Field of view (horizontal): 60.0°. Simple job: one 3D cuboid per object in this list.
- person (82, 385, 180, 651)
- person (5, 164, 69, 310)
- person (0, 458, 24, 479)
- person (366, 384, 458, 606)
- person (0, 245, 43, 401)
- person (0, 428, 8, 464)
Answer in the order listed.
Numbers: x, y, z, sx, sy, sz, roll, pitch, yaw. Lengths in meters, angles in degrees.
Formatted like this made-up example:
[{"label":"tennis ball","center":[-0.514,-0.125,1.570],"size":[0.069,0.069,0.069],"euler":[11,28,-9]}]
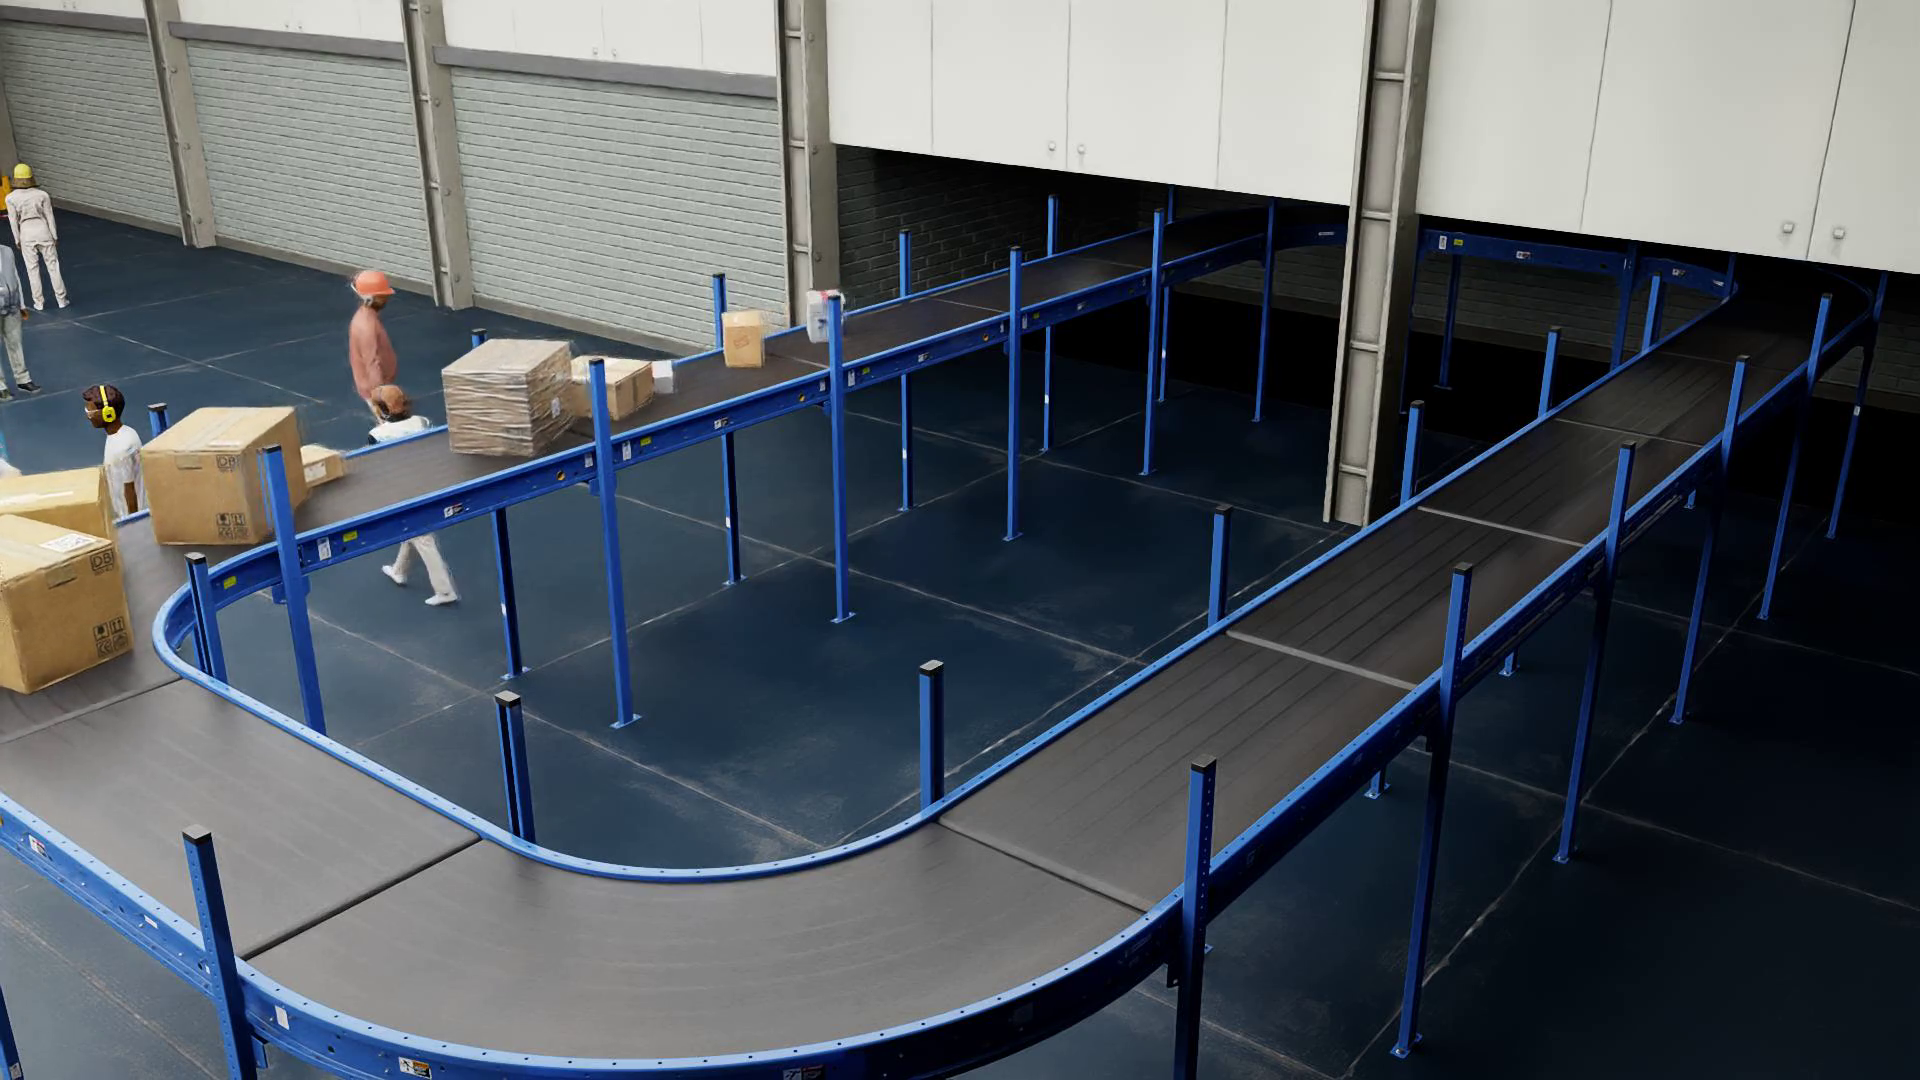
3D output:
[{"label":"person","center":[-5.462,-0.124,10.976],"size":[0.329,1.861,0.504],"euler":[-11,24,-27]},{"label":"person","center":[-11.182,-3.666,20.122],"size":[0.484,1.744,0.295],"euler":[-11,24,-26]},{"label":"person","center":[-8.149,-1.097,13.481],"size":[0.608,1.831,0.652],"euler":[-2,22,-6]},{"label":"person","center":[-3.950,-0.330,11.850],"size":[0.883,1.584,0.529],"euler":[13,25,30]},{"label":"person","center":[-9.580,-2.322,16.581],"size":[0.404,1.837,0.590],"euler":[9,23,23]},{"label":"person","center":[-8.429,-1.338,14.070],"size":[0.373,1.843,0.572],"euler":[9,23,21]}]
